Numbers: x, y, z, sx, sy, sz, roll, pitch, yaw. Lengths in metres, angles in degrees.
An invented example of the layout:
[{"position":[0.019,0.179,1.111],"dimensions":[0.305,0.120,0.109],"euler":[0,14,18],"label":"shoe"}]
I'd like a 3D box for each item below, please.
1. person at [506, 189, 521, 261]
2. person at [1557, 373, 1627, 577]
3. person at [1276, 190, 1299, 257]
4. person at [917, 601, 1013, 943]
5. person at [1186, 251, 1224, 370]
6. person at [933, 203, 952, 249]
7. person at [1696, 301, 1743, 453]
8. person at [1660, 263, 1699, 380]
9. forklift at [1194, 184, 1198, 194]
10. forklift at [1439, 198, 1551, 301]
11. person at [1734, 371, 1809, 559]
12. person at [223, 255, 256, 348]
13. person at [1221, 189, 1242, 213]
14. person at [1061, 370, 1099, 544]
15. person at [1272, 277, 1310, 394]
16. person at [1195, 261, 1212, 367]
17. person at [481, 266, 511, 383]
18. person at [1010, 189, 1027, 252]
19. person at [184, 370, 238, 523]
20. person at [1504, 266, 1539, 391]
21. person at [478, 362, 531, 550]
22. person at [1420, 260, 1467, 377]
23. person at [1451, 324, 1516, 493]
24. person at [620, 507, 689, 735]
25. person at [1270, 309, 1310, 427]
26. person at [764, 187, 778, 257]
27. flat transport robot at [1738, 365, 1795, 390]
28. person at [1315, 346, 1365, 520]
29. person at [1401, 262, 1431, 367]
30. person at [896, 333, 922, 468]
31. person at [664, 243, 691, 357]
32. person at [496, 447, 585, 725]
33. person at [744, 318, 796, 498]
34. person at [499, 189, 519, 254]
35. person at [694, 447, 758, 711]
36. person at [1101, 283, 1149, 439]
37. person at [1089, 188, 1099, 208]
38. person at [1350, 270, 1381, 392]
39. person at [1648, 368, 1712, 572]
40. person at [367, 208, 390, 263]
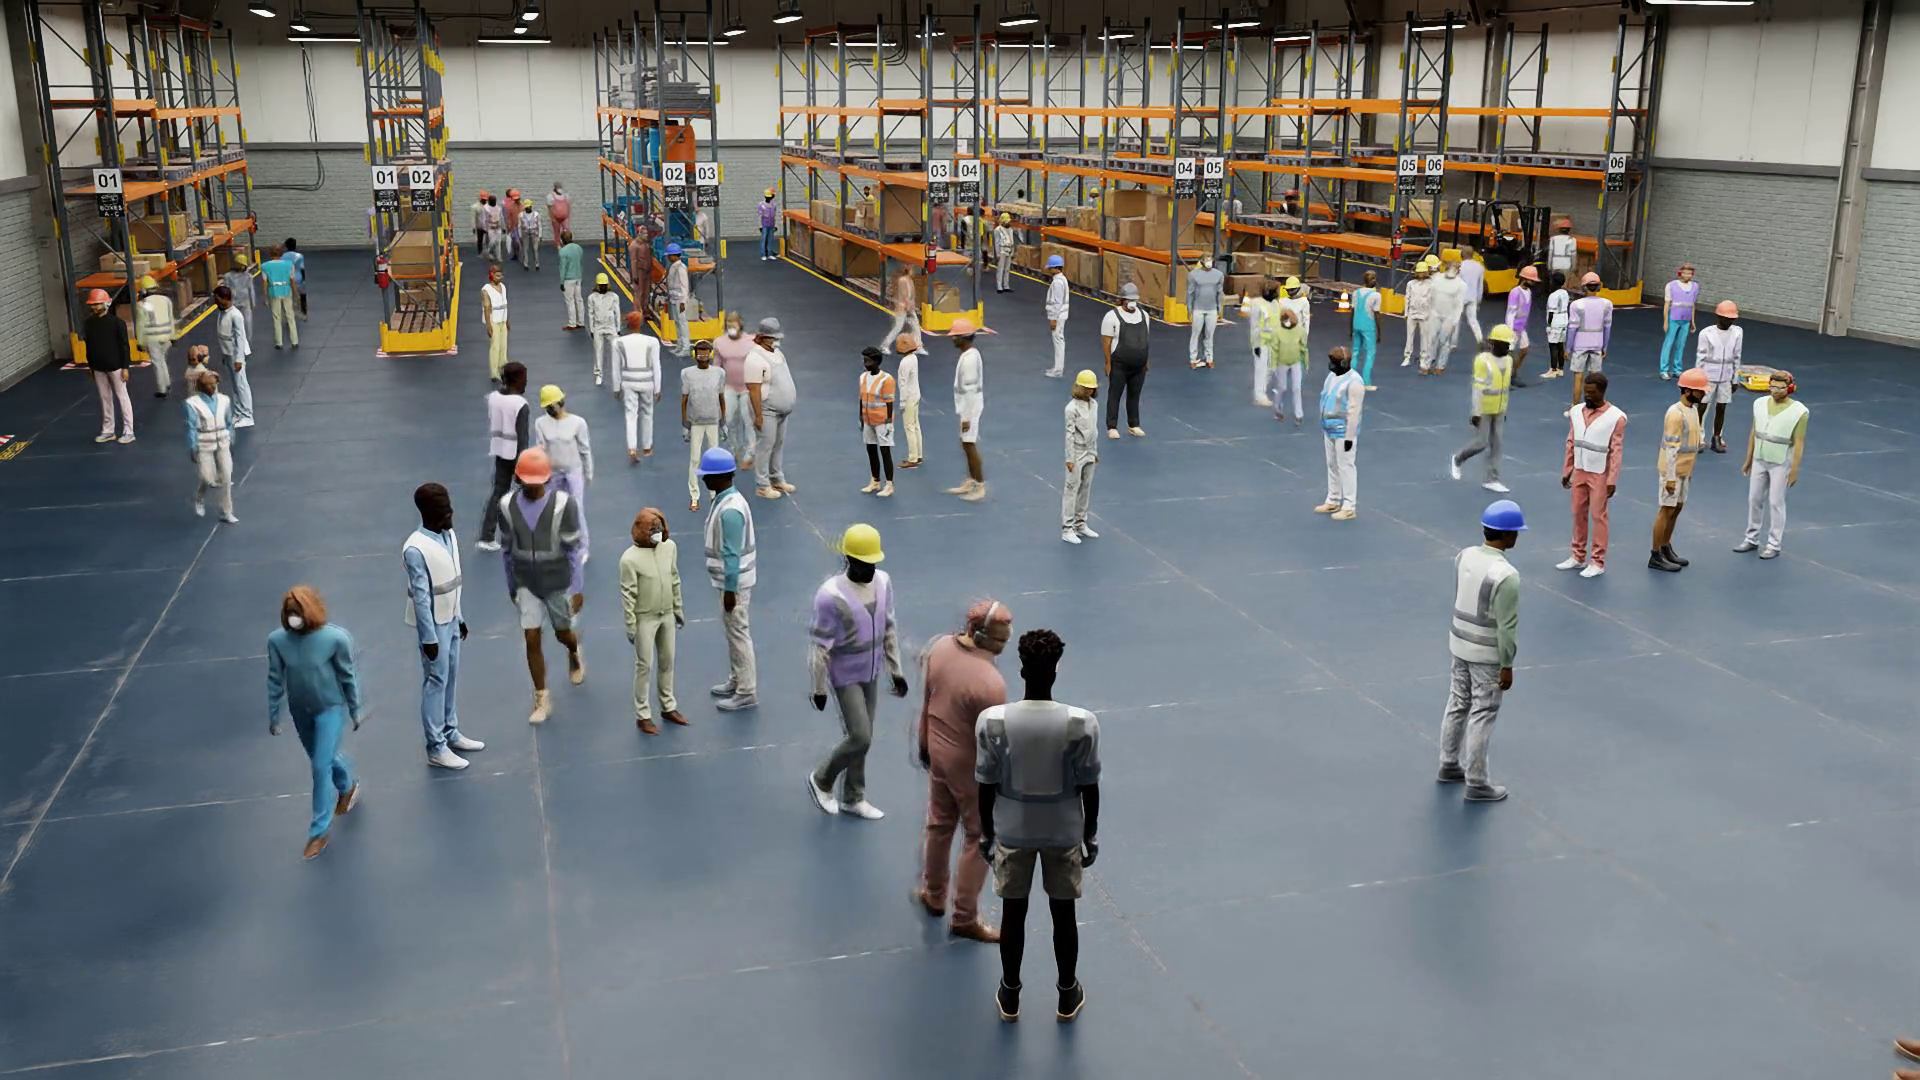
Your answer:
[{"position":[-12.217,-8.658,45.714],"dimensions":[0.356,1.936,0.551],"euler":[13,20,41],"label":"person"},{"position":[5.901,-0.620,15.535],"dimensions":[0.409,1.908,0.597],"euler":[-8,17,-29],"label":"person"},{"position":[8.674,-8.308,44.279],"dimensions":[0.634,1.994,1.012],"euler":[-5,16,-20],"label":"person"},{"position":[0.023,1.178,8.856],"dimensions":[0.398,1.867,0.783],"euler":[-9,18,-32],"label":"person"},{"position":[4.016,-3.763,27.293],"dimensions":[0.631,1.940,0.372],"euler":[-2,15,-8],"label":"person"},{"position":[-0.449,-9.466,48.890],"dimensions":[0.881,1.874,0.648],"euler":[-6,16,-20],"label":"person"},{"position":[9.486,-2.034,20.814],"dimensions":[0.549,1.928,0.387],"euler":[0,15,0],"label":"person"},{"position":[11.372,-3.454,26.325],"dimensions":[0.563,1.837,0.389],"euler":[-4,15,-14],"label":"person"},{"position":[7.392,-11.333,53.972],"dimensions":[1.873,2.768,1.129],"euler":[-4,15,-15],"label":"forklift"},{"position":[11.913,-6.508,37.130],"dimensions":[2.313,2.155,1.214],"euler":[-4,15,-15],"label":"forklift"},{"position":[7.887,-0.738,16.110],"dimensions":[0.401,1.833,0.572],"euler":[-8,17,-26],"label":"person"},{"position":[-12.609,-4.131,29.128],"dimensions":[0.499,1.704,0.405],"euler":[-11,18,-35],"label":"person"},{"position":[7.518,-8.784,46.164],"dimensions":[0.611,1.950,0.377],"euler":[8,17,28],"label":"person"},{"position":[1.237,-0.846,16.692],"dimensions":[0.319,1.740,0.492],"euler":[12,19,38],"label":"person"},{"position":[4.979,-3.074,25.033],"dimensions":[0.533,1.767,0.324],"euler":[10,18,33],"label":"person"},{"position":[4.016,-3.759,27.608],"dimensions":[0.312,1.769,0.525],"euler":[2,15,9],"label":"person"},{"position":[-7.268,-3.381,26.068],"dimensions":[0.407,1.830,0.576],"euler":[4,15,15],"label":"person"},{"position":[1.710,-9.153,47.810],"dimensions":[0.549,1.818,0.968],"euler":[-4,15,-15],"label":"person"},{"position":[-7.840,-0.976,17.400],"dimensions":[0.432,1.623,0.527],"euler":[11,19,36],"label":"person"},{"position":[8.501,-3.220,25.315],"dimensions":[0.573,1.909,0.485],"euler":[-14,20,-42],"label":"person"},{"position":[-4.410,-0.838,16.425],"dimensions":[0.598,1.869,0.967],"euler":[10,18,32],"label":"person"},{"position":[7.687,-3.527,26.505],"dimensions":[0.706,1.883,0.762],"euler":[11,18,35],"label":"person"},{"position":[5.981,-1.513,18.879],"dimensions":[0.607,1.909,0.660],"euler":[-8,17,-29],"label":"person"},{"position":[-2.144,0.556,11.647],"dimensions":[0.288,1.623,0.507],"euler":[11,19,36],"label":"person"},{"position":[4.502,-2.371,22.726],"dimensions":[0.567,1.588,0.700],"euler":[0,15,0],"label":"person"},{"position":[-5.335,-8.962,46.876],"dimensions":[0.388,1.930,0.547],"euler":[5,16,19],"label":"person"},{"position":[12.409,-2.547,25.912],"dimensions":[0.652,0.197,1.431],"euler":[1,15,5],"label":"flat transport robot"},{"position":[4.022,-1.139,17.634],"dimensions":[0.430,1.833,0.624],"euler":[-5,16,-17],"label":"person"},{"position":[7.605,-3.737,27.572],"dimensions":[0.494,1.741,0.313],"euler":[7,17,25],"label":"person"},{"position":[-0.626,-1.685,20.080],"dimensions":[0.287,1.627,0.497],"euler":[3,15,11],"label":"person"},{"position":[-4.866,-4.135,28.681],"dimensions":[0.406,1.942,0.614],"euler":[-7,16,-25],"label":"person"},{"position":[-2.983,0.268,12.004],"dimensions":[0.616,2.007,0.808],"euler":[0,15,2],"label":"person"},{"position":[-2.093,-1.487,18.532],"dimensions":[0.535,2.000,0.689],"euler":[5,16,18],"label":"person"},{"position":[-12.811,-9.091,47.543],"dimensions":[0.621,1.837,0.429],"euler":[-1,15,-3],"label":"person"},{"position":[-1.692,0.275,12.113],"dimensions":[0.421,1.938,0.605],"euler":[-4,15,-14],"label":"person"},{"position":[2.214,-2.345,21.760],"dimensions":[0.688,2.000,0.536],"euler":[-7,16,-24],"label":"person"},{"position":[4.032,-9.776,50.320],"dimensions":[0.344,1.735,0.483],"euler":[4,15,14],"label":"person"},{"position":[6.168,-3.182,25.319],"dimensions":[0.351,1.836,0.507],"euler":[-13,20,-41],"label":"person"},{"position":[6.778,-0.657,15.638],"dimensions":[0.384,1.930,0.540],"euler":[14,20,42],"label":"person"},{"position":[-15.064,-7.988,43.309],"dimensions":[0.638,1.885,1.037],"euler":[-4,16,-16],"label":"person"}]
